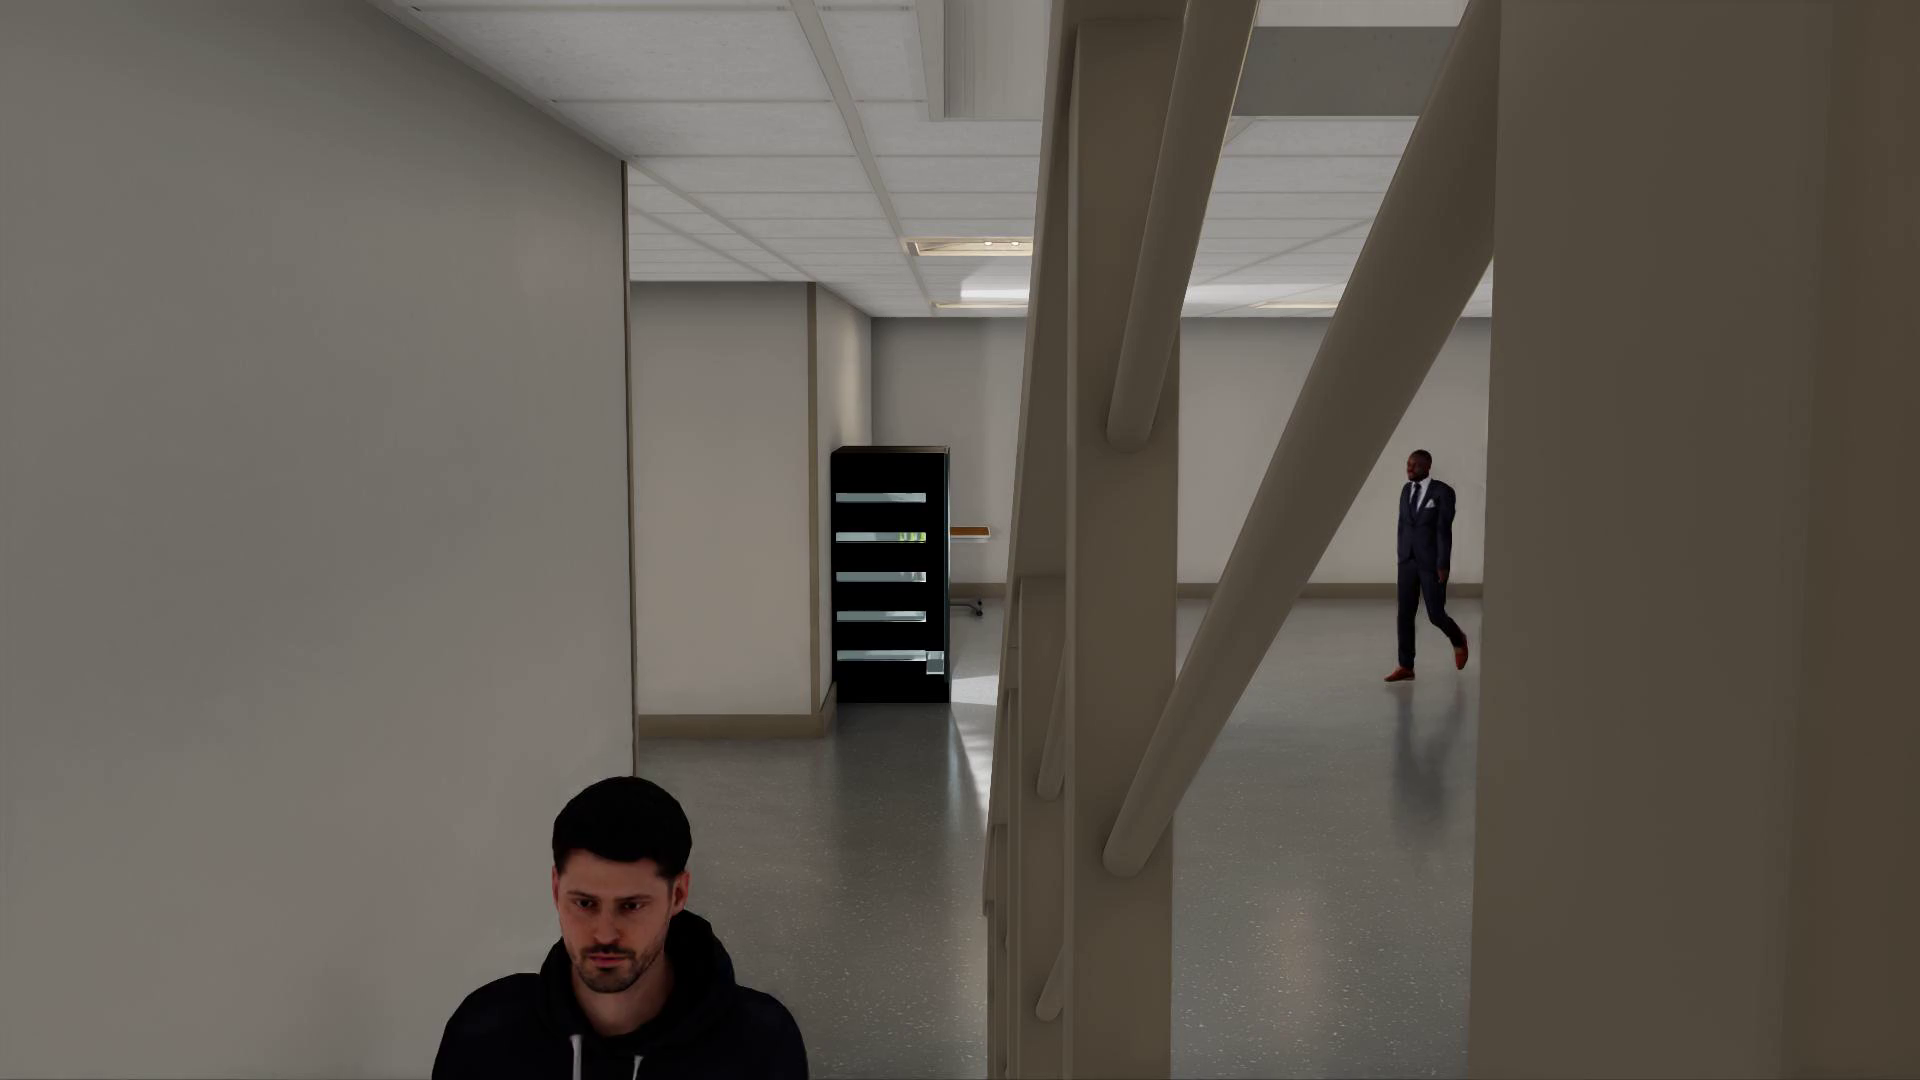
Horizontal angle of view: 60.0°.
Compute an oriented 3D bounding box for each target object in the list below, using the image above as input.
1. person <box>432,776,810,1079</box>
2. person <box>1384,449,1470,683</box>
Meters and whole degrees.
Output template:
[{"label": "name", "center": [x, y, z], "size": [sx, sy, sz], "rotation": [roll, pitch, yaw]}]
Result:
[{"label": "person", "center": [-0.471, 1.292, 2.411], "size": [0.673, 1.752, 0.669], "rotation": [0, 6, 1]}, {"label": "person", "center": [3.663, 0.205, 12.961], "size": [1.103, 1.803, 1.086], "rotation": [-4, 7, -38]}]
